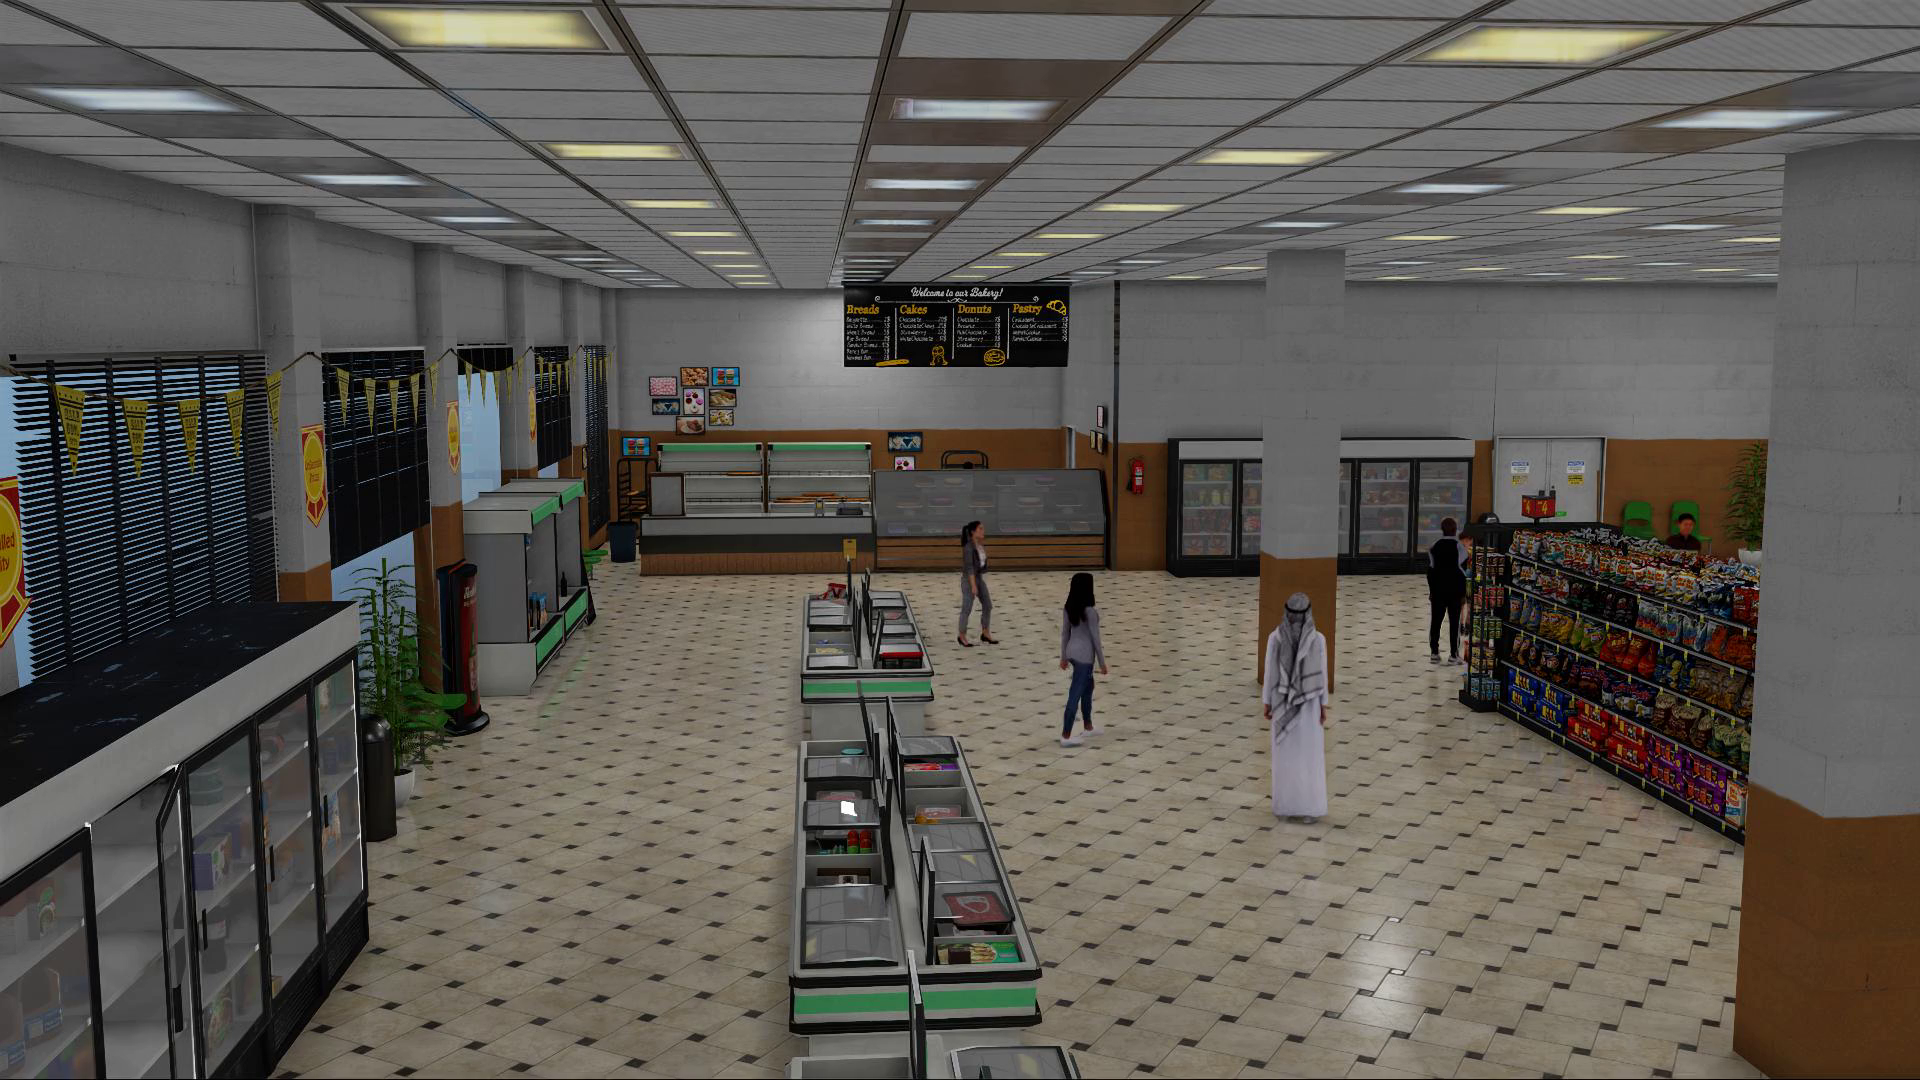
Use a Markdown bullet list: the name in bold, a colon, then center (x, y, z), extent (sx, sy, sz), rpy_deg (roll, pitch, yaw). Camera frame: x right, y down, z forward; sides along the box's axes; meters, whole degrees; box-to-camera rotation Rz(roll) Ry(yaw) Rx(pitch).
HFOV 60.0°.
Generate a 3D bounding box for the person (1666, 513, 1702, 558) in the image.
- **person**: center (9.319, 0.531, 21.590), extent (0.727, 1.767, 0.839), rpy_deg (0, 7, 3)

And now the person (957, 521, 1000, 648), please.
- **person**: center (0.090, 0.581, 21.629), extent (0.879, 1.657, 0.843), rpy_deg (3, 7, 21)

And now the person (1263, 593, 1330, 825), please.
- **person**: center (2.791, 1.388, 13.821), extent (0.787, 1.929, 0.759), rpy_deg (2, 7, 12)

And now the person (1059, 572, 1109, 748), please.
- **person**: center (1.102, 1.191, 16.340), extent (0.870, 1.715, 0.872), rpy_deg (-4, 8, -28)

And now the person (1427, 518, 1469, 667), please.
- **person**: center (6.019, 0.624, 20.569), extent (0.716, 1.827, 0.785), rpy_deg (6, 9, 42)
